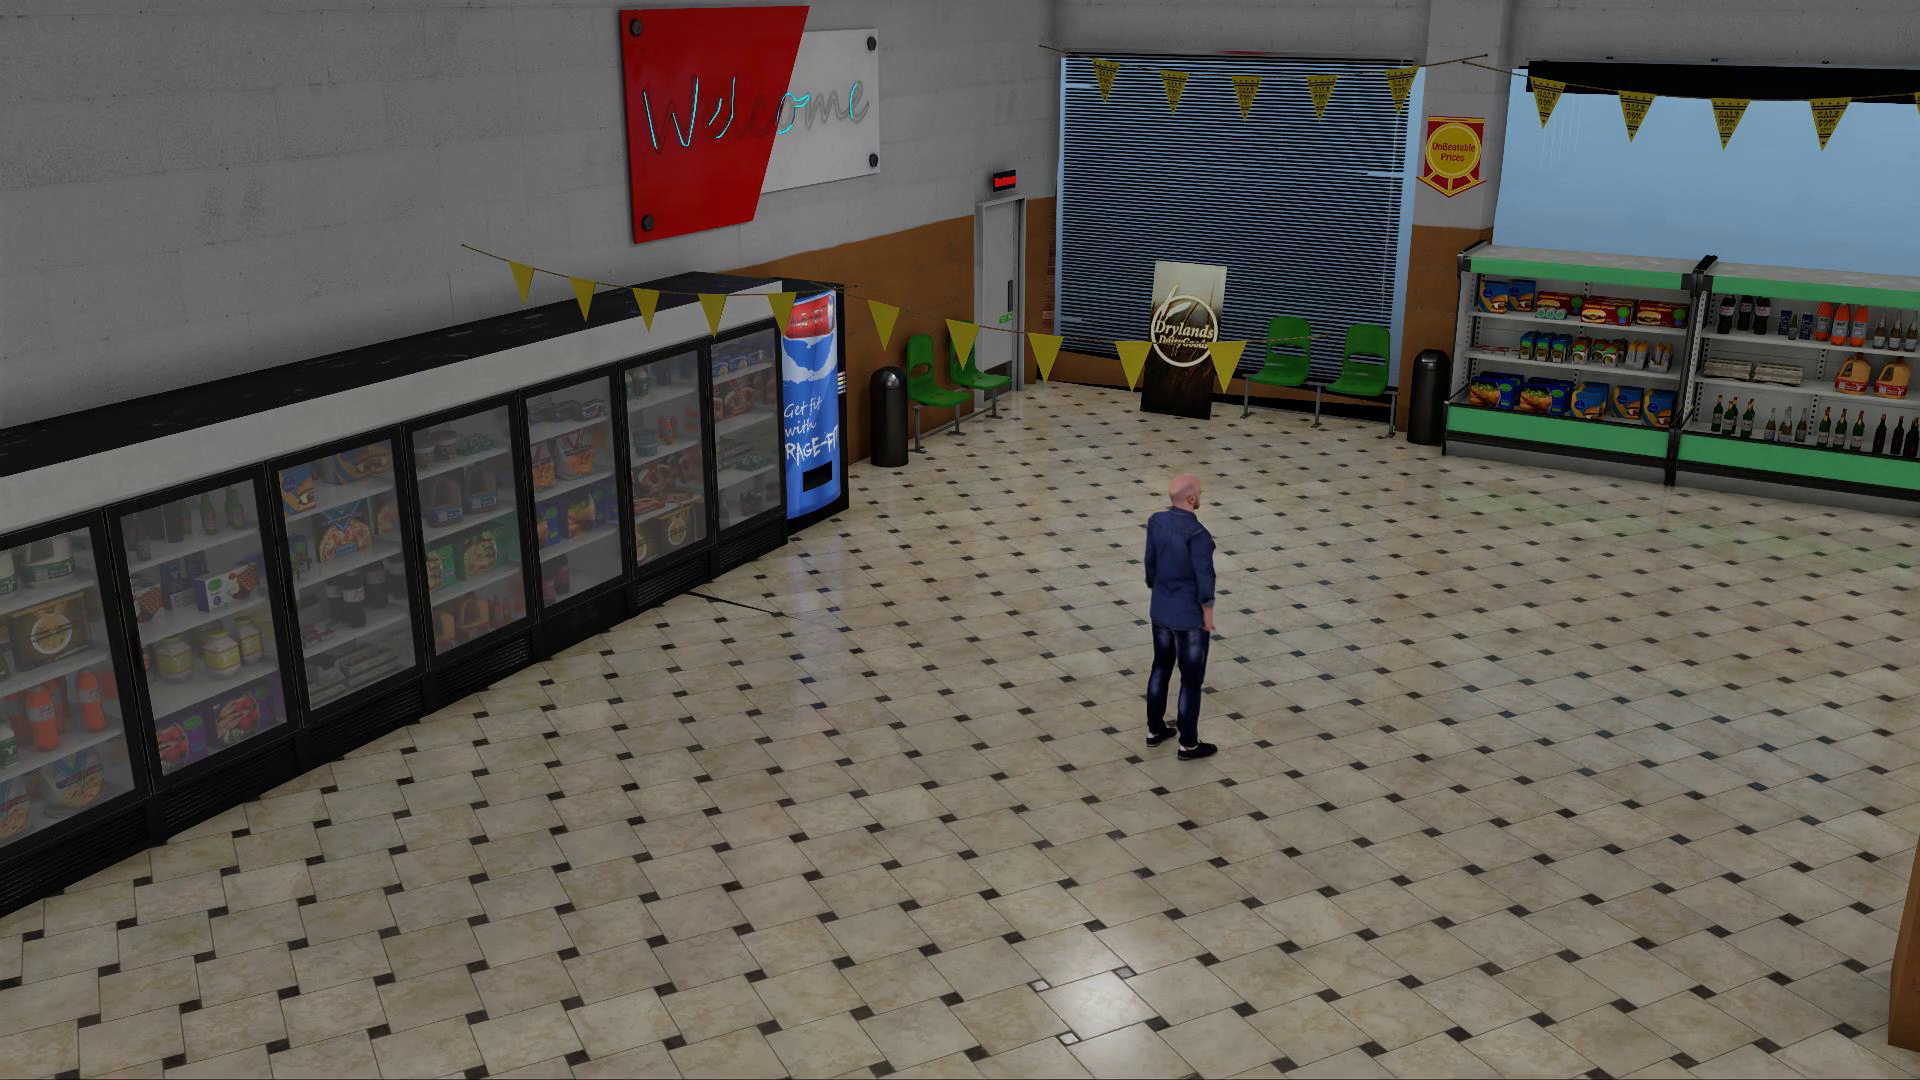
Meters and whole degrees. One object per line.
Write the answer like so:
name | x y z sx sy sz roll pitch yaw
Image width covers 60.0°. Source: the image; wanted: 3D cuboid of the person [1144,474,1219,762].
person | 1.372 0.468 10.331 0.849 1.825 0.671 -14 23 -36
